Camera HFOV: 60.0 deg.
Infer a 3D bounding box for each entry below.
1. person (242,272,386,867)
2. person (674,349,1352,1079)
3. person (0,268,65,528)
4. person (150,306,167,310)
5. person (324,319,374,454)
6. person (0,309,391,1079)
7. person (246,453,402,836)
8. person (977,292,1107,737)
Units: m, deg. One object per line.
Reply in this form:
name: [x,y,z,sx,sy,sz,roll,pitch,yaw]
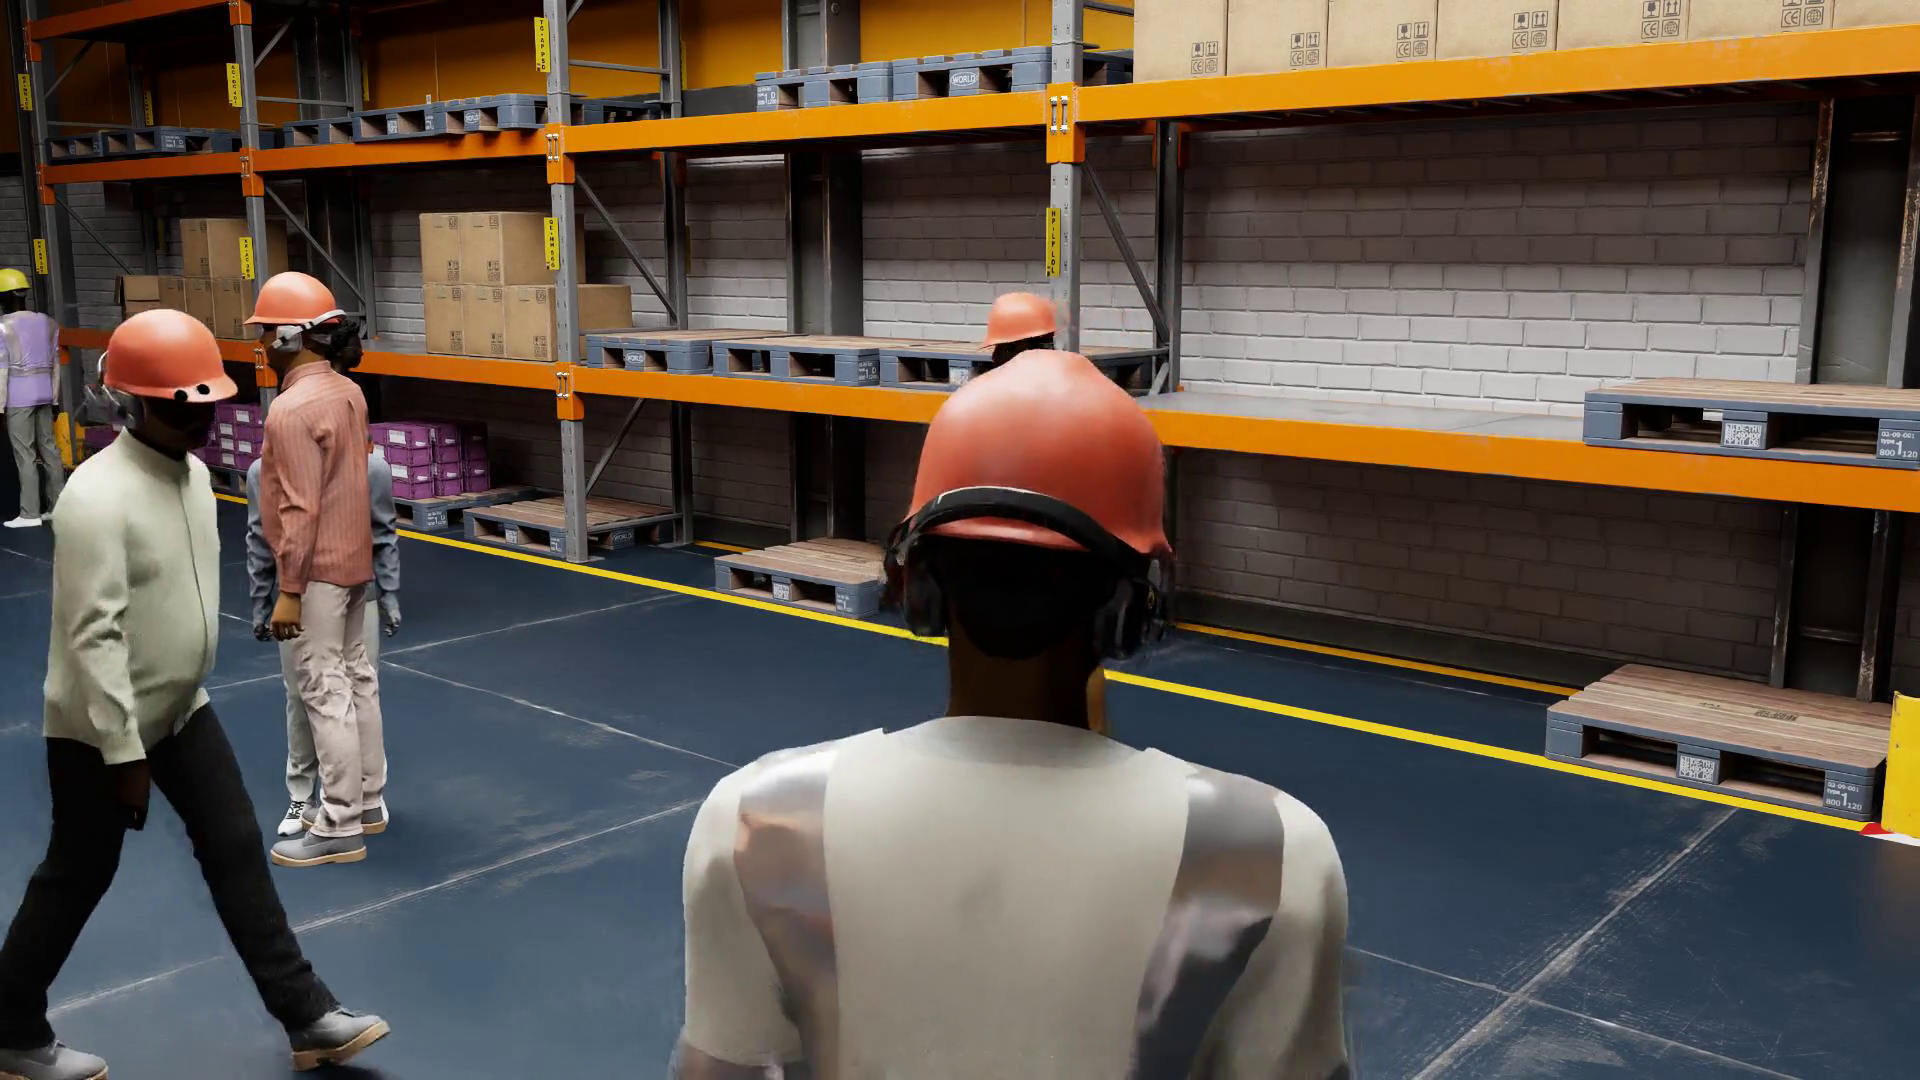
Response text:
person: [-2.180,0.100,5.644,0.380,1.994,0.618,0,10,-2]
person: [0.062,0.808,1.664,0.620,1.973,1.062,2,10,10]
person: [-6.957,-1.049,12.379,0.366,1.926,0.587,3,10,17]
person: [-6.251,-1.018,13.064,0.284,1.627,0.493,6,12,32]
person: [-3.359,-0.355,9.083,0.317,1.695,0.540,-3,10,-18]
person: [-1.955,0.417,4.003,1.050,1.927,0.654,1,10,4]
person: [-2.249,0.234,5.909,0.509,1.632,0.267,-2,10,-13]
person: [0.296,0.020,6.334,0.685,1.901,0.599,5,11,26]
